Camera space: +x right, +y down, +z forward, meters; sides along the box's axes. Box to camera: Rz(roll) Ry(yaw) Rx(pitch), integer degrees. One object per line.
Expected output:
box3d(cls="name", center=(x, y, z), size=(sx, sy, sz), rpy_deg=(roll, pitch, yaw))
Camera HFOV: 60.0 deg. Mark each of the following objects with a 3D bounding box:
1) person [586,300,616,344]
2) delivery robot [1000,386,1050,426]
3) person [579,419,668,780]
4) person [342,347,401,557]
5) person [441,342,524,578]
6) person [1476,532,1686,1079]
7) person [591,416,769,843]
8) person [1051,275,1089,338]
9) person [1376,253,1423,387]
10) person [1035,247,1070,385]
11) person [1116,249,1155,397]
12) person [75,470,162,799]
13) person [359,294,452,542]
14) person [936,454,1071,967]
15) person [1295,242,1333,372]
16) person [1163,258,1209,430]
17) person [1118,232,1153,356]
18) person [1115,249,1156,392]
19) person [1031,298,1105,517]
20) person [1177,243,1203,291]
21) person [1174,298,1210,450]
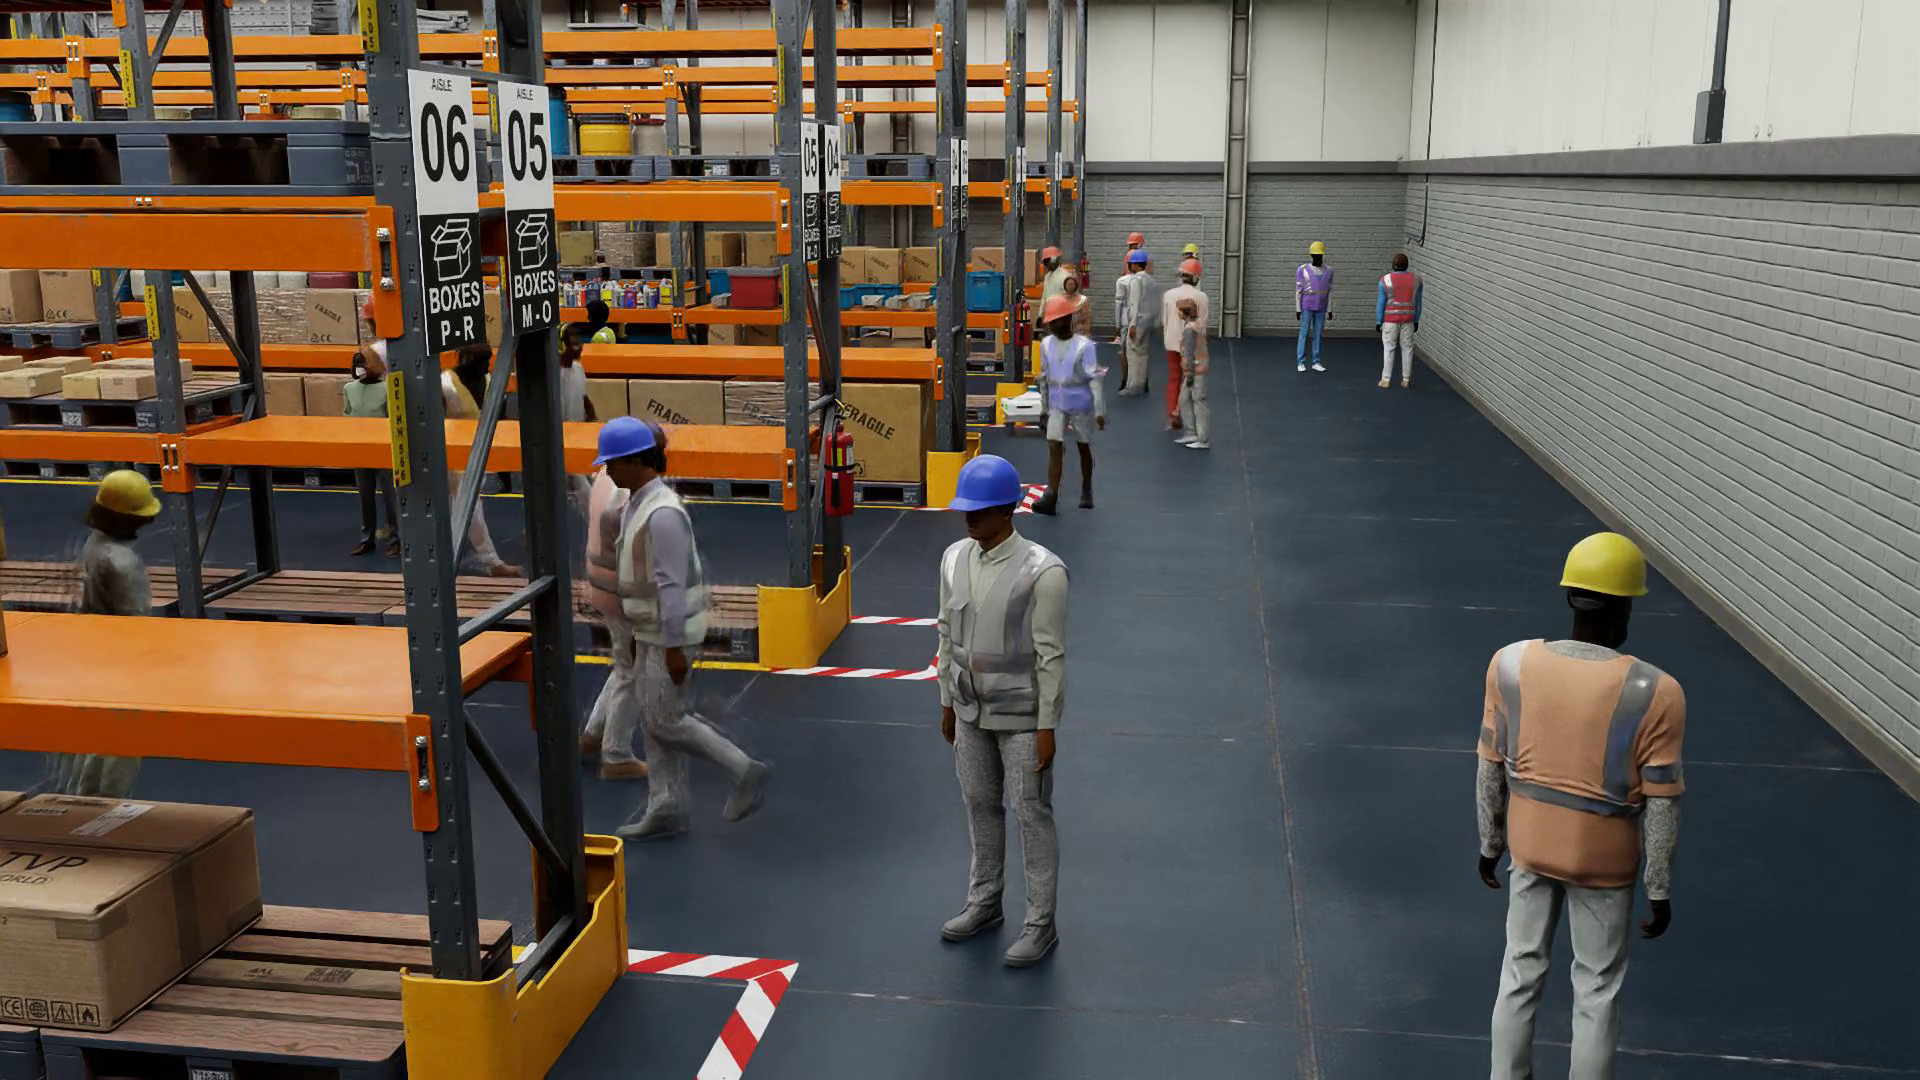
box3d(cls="person", center=(-3.577, -1.564, 16.722), size=(0.321, 1.694, 0.529), rpy_deg=(-1, 13, -2))
box3d(cls="delivery robot", center=(0.817, -1.494, 18.787), size=(0.707, 0.478, 0.477), rpy_deg=(-2, 13, -8))
box3d(cls="person", center=(-1.583, 0.304, 8.051), size=(0.459, 1.805, 0.654), rpy_deg=(-5, 13, -22))
box3d(cls="person", center=(-4.539, -0.679, 12.863), size=(0.499, 1.633, 0.286), rpy_deg=(3, 13, 11))
box3d(cls="person", center=(-3.578, -0.582, 12.094), size=(0.910, 1.784, 0.649), rpy_deg=(9, 16, 36))
box3d(cls="person", center=(1.839, 0.924, 4.963), size=(0.594, 1.922, 0.385), rpy_deg=(11, 16, 40))
box3d(cls="person", center=(-1.270, 0.397, 7.399), size=(0.652, 1.911, 0.643), rpy_deg=(-5, 13, -22))
box3d(cls="person", center=(1.437, -2.651, 21.778), size=(0.516, 1.633, 0.316), rpy_deg=(3, 13, 13))
box3d(cls="person", center=(6.050, -3.025, 22.980), size=(0.623, 1.847, 0.429), rpy_deg=(0, 12, -2))
box3d(cls="person", center=(1.334, -3.102, 23.147), size=(0.946, 1.923, 0.632), rpy_deg=(-6, 14, -24))
box3d(cls="person", center=(2.378, -2.875, 22.089), size=(0.432, 1.937, 0.643), rpy_deg=(7, 14, 27))
box3d(cls="person", center=(-3.690, 0.522, 7.286), size=(0.438, 1.700, 0.566), rpy_deg=(-10, 16, -39))
box3d(cls="person", center=(-4.418, -0.948, 13.204), size=(0.750, 2.023, 0.626), rpy_deg=(7, 14, 29))
box3d(cls="person", center=(0.141, 0.633, 6.258), size=(0.607, 1.941, 0.417), rpy_deg=(11, 17, 40))
box3d(cls="person", center=(5.288, -3.475, 24.815), size=(0.585, 1.928, 0.367), rpy_deg=(-3, 13, -12))
box3d(cls="person", center=(2.588, -2.236, 19.121), size=(0.605, 1.978, 0.478), rpy_deg=(9, 15, 35))
box3d(cls="person", center=(2.826, -3.949, 26.802), size=(0.385, 1.993, 0.624), rpy_deg=(-10, 16, -39))
box3d(cls="person", center=(2.352, -2.948, 22.451), size=(0.548, 1.929, 0.386), rpy_deg=(-1, 13, -5))
box3d(cls="person", center=(0.941, -1.144, 14.409), size=(0.665, 1.863, 0.994), rpy_deg=(7, 14, 29))
box3d(cls="person", center=(3.741, -3.929, 27.139), size=(0.500, 1.800, 0.635), rpy_deg=(-3, 13, -11))
box3d(cls="person", center=(2.502, -1.786, 17.895), size=(0.458, 1.608, 0.514), rpy_deg=(3, 13, 13))
